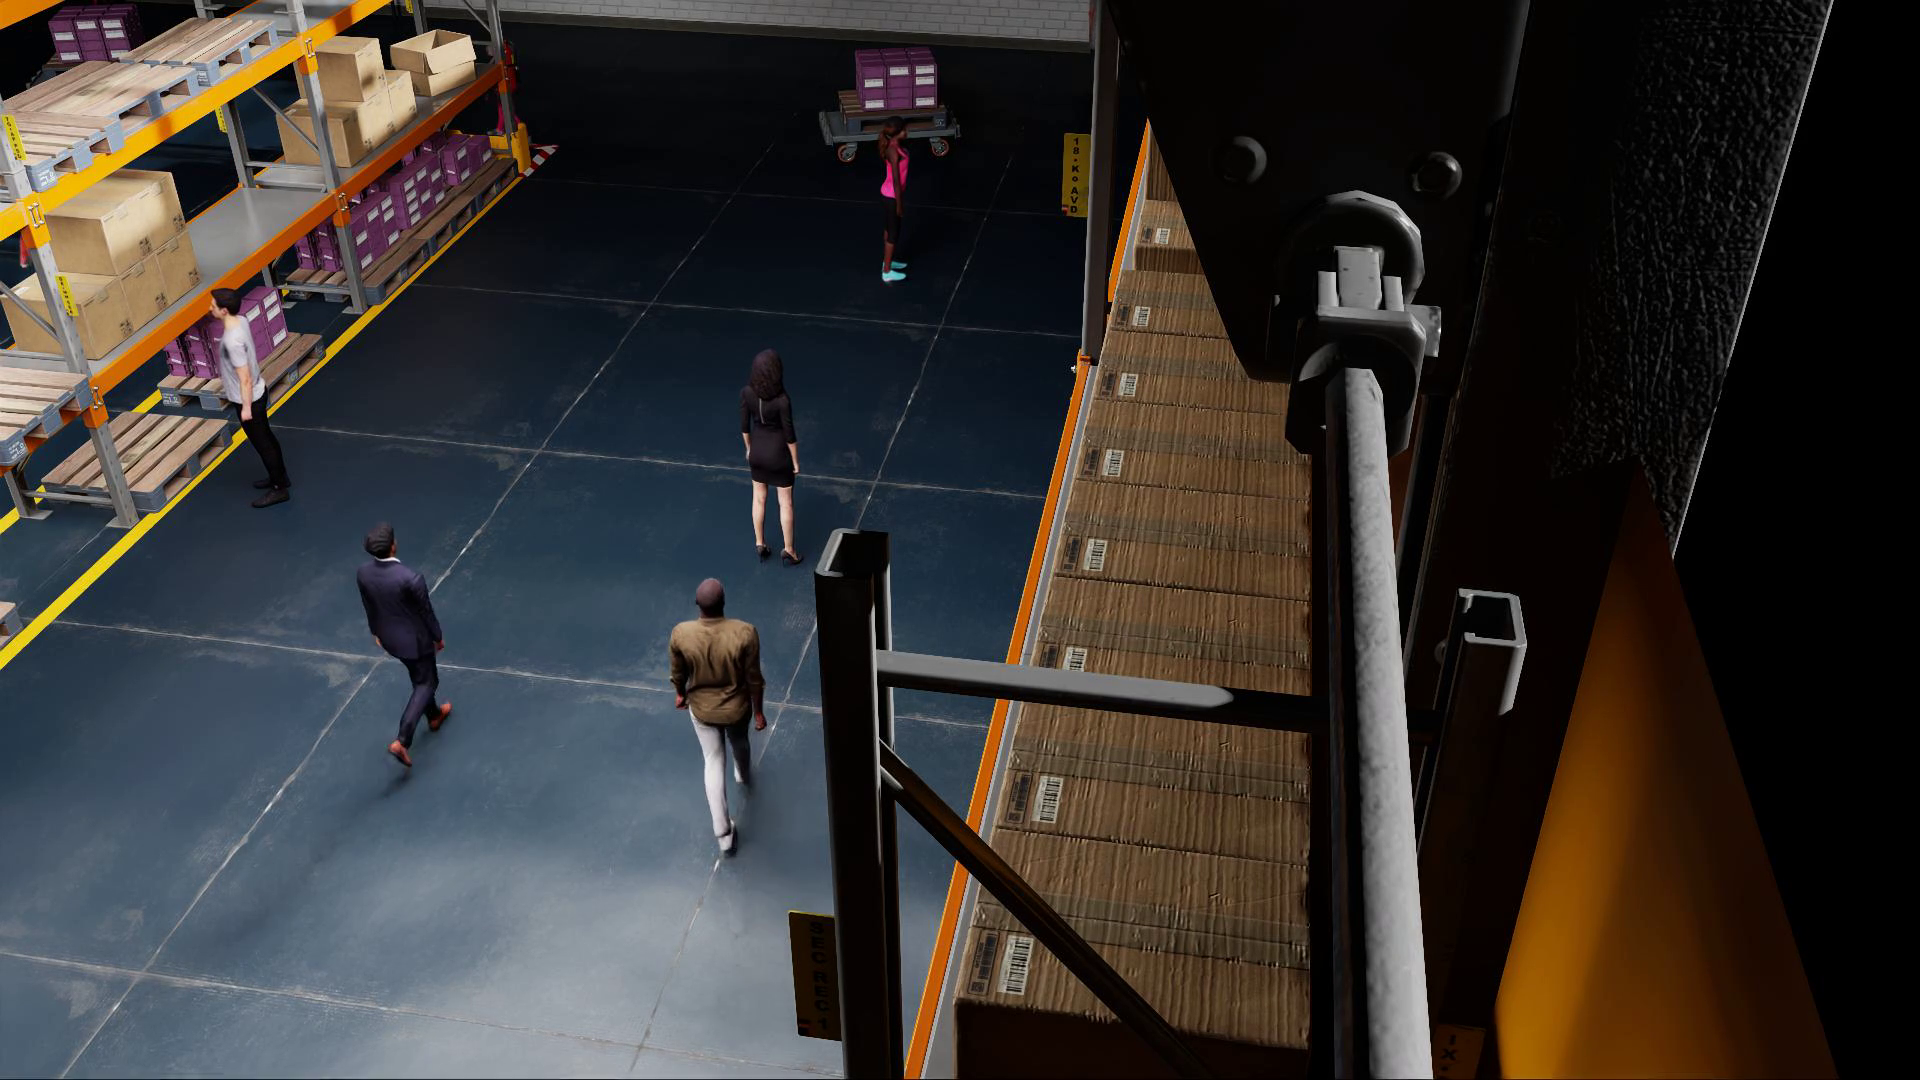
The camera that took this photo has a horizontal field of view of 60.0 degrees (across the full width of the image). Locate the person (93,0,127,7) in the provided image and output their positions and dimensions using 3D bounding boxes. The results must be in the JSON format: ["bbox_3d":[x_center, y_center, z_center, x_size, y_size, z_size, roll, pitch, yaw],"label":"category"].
[{"bbox_3d":[-11.653,-7.339,22.858,0.650,1.650,0.714,-22,39,-29],"label":"person"}]

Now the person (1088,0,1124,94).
[{"bbox_3d":[1.923,-6.718,21.960,0.624,1.610,0.645,7,34,10],"label":"person"}]

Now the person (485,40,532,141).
[{"bbox_3d":[-5.573,-5.500,20.453,0.542,1.250,0.799,7,34,11],"label":"person"}]

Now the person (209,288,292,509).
[{"bbox_3d":[-5.700,-1.160,13.369,0.799,1.863,0.659,-10,35,-14],"label":"person"}]

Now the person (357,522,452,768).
[{"bbox_3d":[-3.615,0.690,10.727,0.727,1.707,1.062,10,35,15],"label":"person"}]

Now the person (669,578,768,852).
[{"bbox_3d":[-1.459,1.080,10.071,0.925,1.783,1.218,-2,34,-3],"label":"person"}]

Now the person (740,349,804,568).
[{"bbox_3d":[-1.432,-0.606,12.589,0.644,1.804,0.566,14,36,20],"label":"person"}]

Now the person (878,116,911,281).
[{"bbox_3d":[-0.694,-3.517,17.048,0.623,1.716,0.500,1,34,2],"label":"person"}]
